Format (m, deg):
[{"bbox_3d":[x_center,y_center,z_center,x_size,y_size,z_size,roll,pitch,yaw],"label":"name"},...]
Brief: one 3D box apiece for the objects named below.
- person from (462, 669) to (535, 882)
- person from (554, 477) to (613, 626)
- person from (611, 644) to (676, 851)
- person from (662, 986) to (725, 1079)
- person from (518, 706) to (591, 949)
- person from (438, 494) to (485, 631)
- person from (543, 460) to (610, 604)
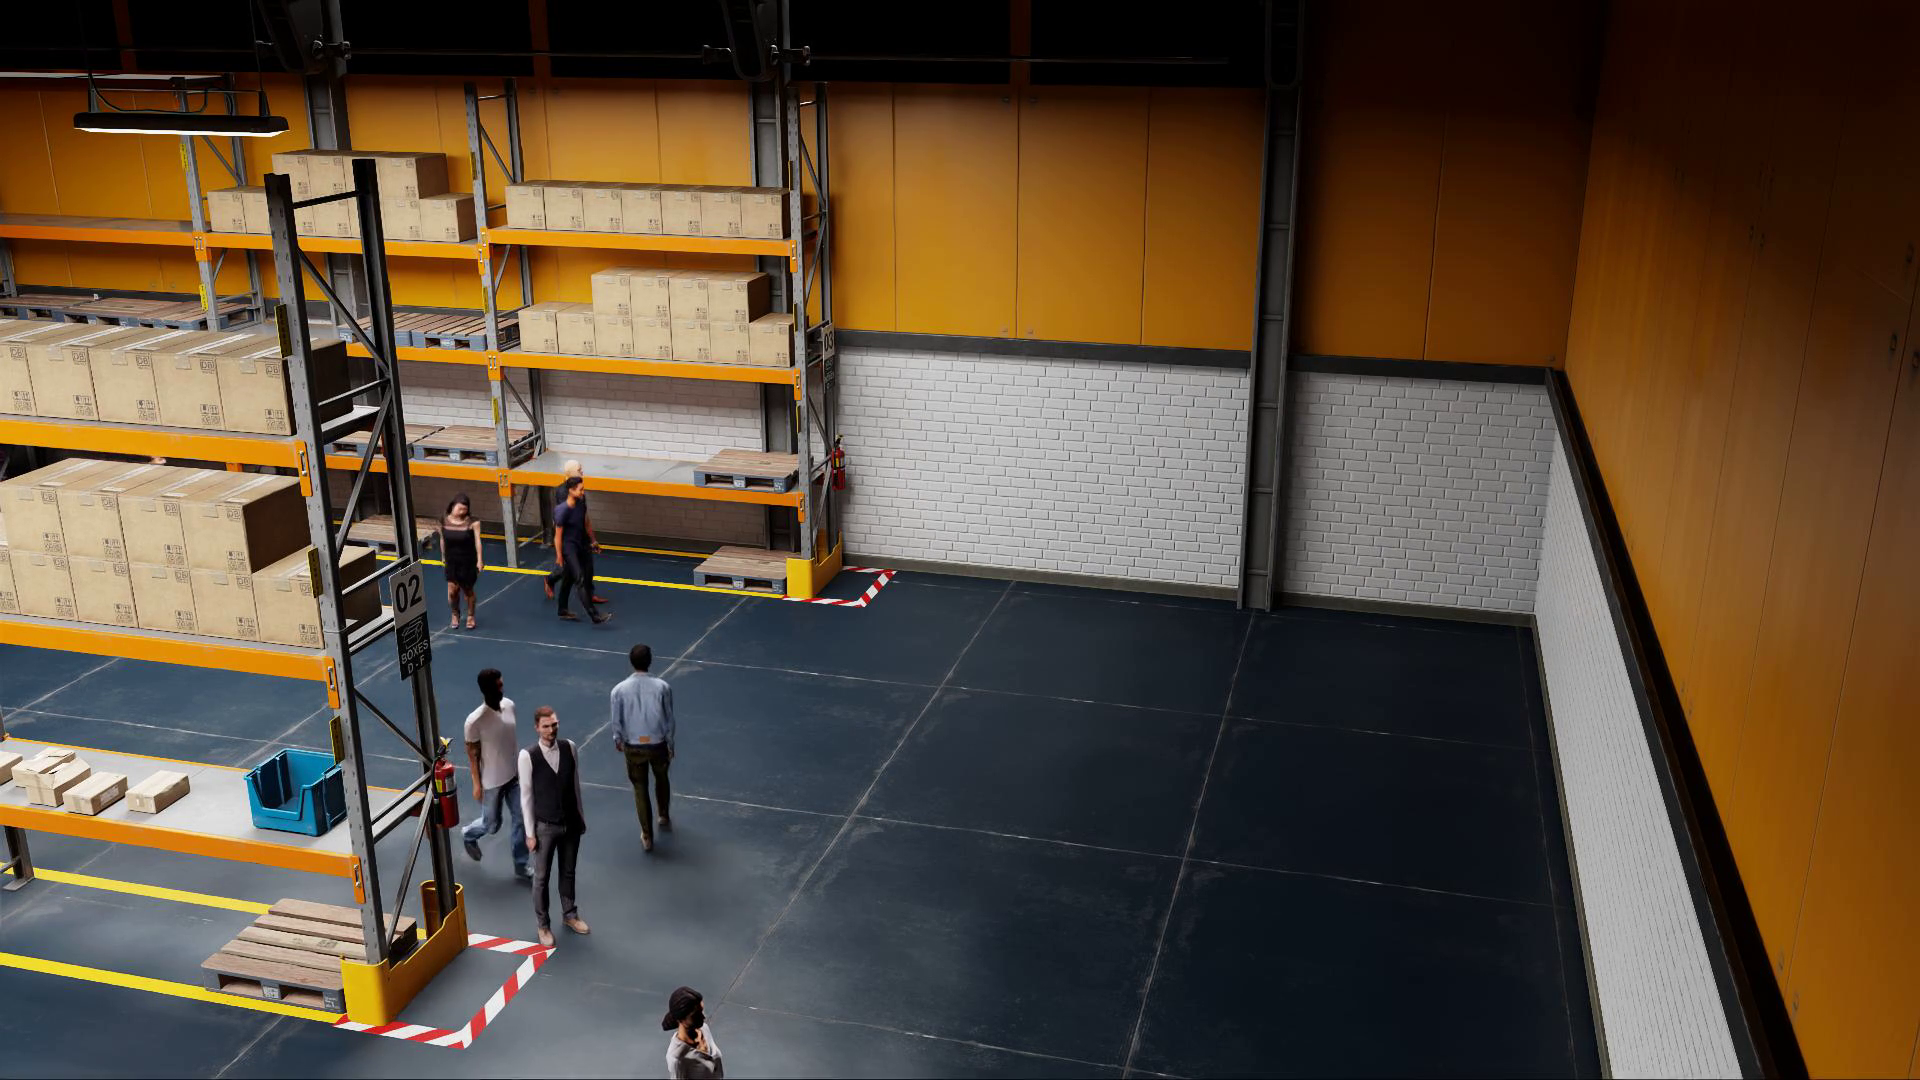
[{"bbox_3d":[-3.847,1.921,13.701,1.152,1.844,0.919,13,23,34],"label":"person"},{"bbox_3d":[-4.548,0.118,19.211,1.049,1.746,0.680,7,20,20],"label":"person"},{"bbox_3d":[-2.680,1.792,14.171,0.992,1.788,0.993,-5,19,-15],"label":"person"},{"bbox_3d":[-1.529,3.353,9.559,0.518,1.774,0.582,5,19,14],"label":"person"},{"bbox_3d":[-3.133,2.164,12.835,0.745,1.938,0.761,-15,24,-37],"label":"person"},{"bbox_3d":[-5.675,0.254,18.921,0.730,1.672,0.826,3,19,9],"label":"person"},{"bbox_3d":[-4.629,-0.074,19.719,1.006,1.785,0.696,5,19,15],"label":"person"}]
